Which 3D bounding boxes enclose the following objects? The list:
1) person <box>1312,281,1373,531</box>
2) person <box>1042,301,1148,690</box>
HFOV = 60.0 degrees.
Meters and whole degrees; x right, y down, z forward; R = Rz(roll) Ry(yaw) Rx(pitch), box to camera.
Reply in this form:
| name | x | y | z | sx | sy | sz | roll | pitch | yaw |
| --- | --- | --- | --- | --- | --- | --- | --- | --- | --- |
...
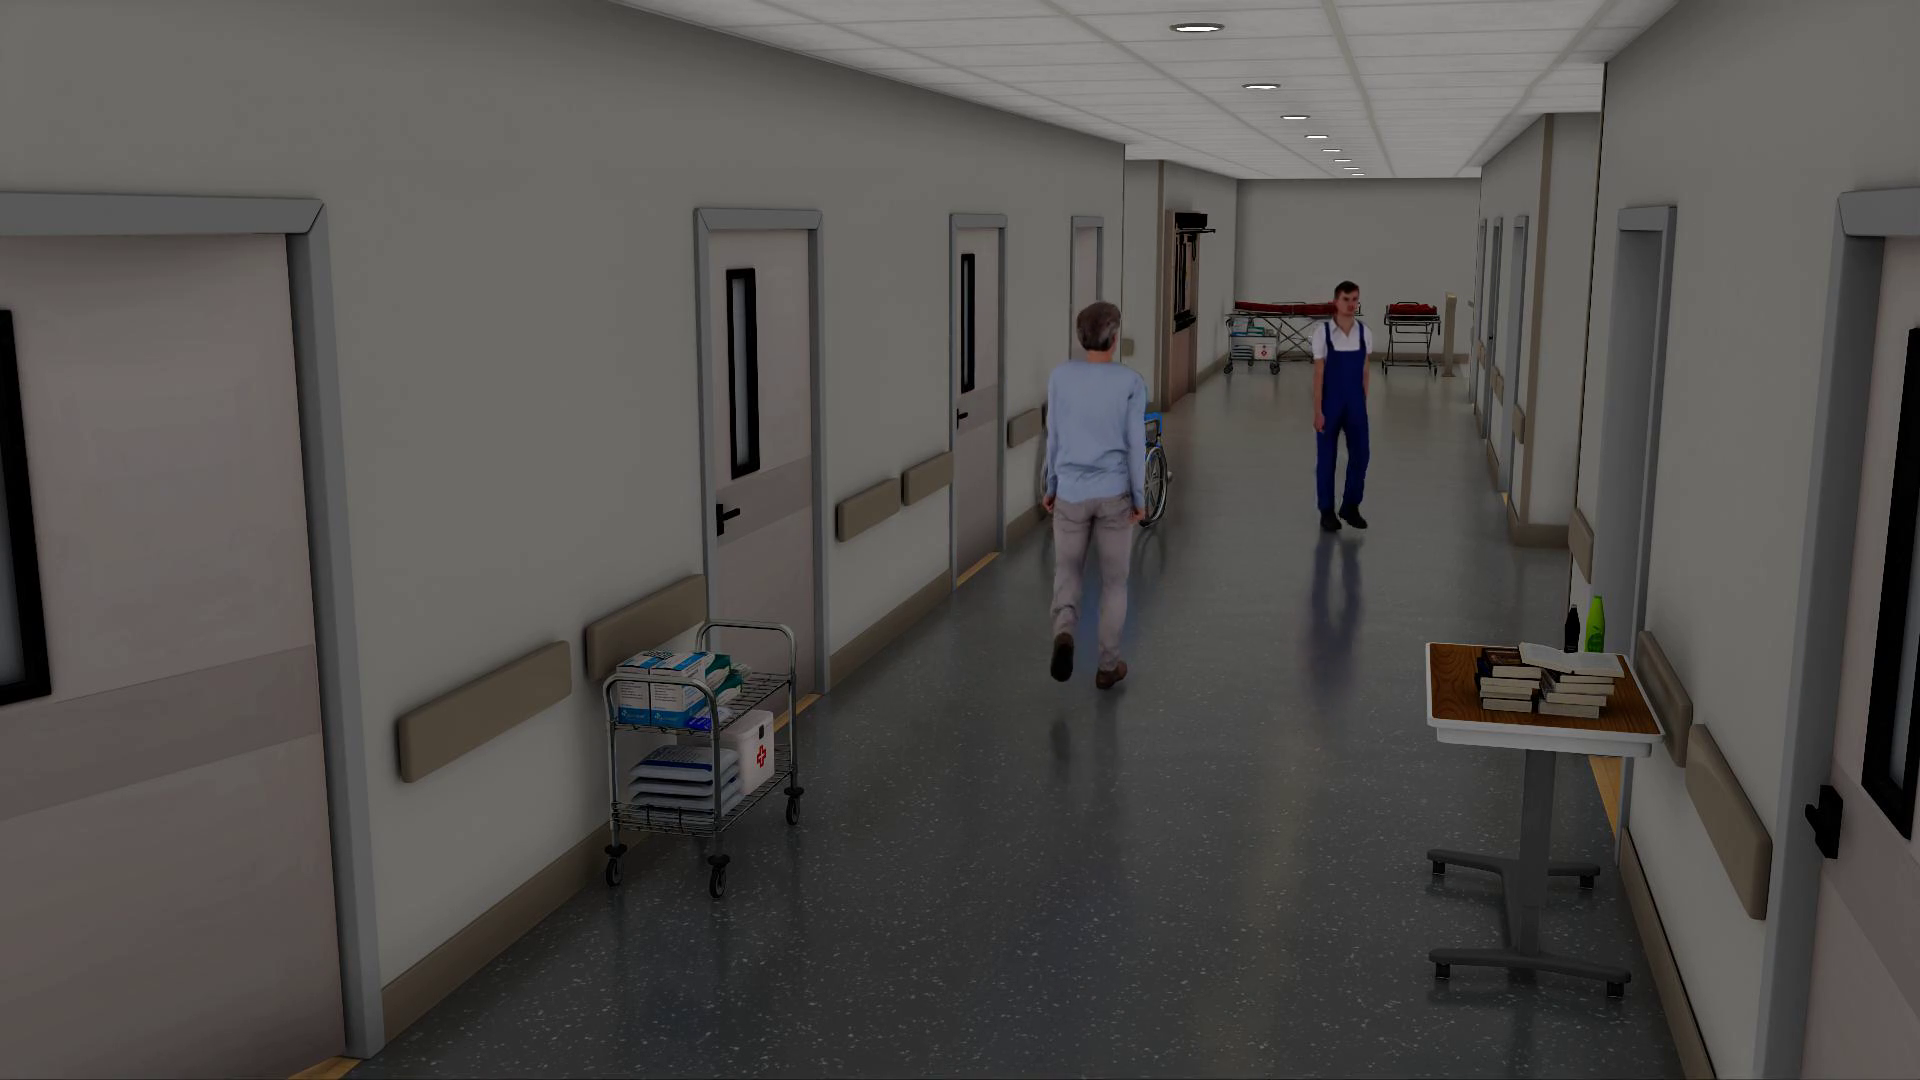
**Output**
| name | x | y | z | sx | sy | sz | roll | pitch | yaw |
| --- | --- | --- | --- | --- | --- | --- | --- | --- | --- |
| person | 2.788 | -0.996 | 12.353 | 0.730 | 1.832 | 0.785 | -1 | 11 | -4 |
| person | 0.617 | -0.178 | 7.919 | 0.685 | 1.878 | 0.916 | 3 | 11 | 17 |
